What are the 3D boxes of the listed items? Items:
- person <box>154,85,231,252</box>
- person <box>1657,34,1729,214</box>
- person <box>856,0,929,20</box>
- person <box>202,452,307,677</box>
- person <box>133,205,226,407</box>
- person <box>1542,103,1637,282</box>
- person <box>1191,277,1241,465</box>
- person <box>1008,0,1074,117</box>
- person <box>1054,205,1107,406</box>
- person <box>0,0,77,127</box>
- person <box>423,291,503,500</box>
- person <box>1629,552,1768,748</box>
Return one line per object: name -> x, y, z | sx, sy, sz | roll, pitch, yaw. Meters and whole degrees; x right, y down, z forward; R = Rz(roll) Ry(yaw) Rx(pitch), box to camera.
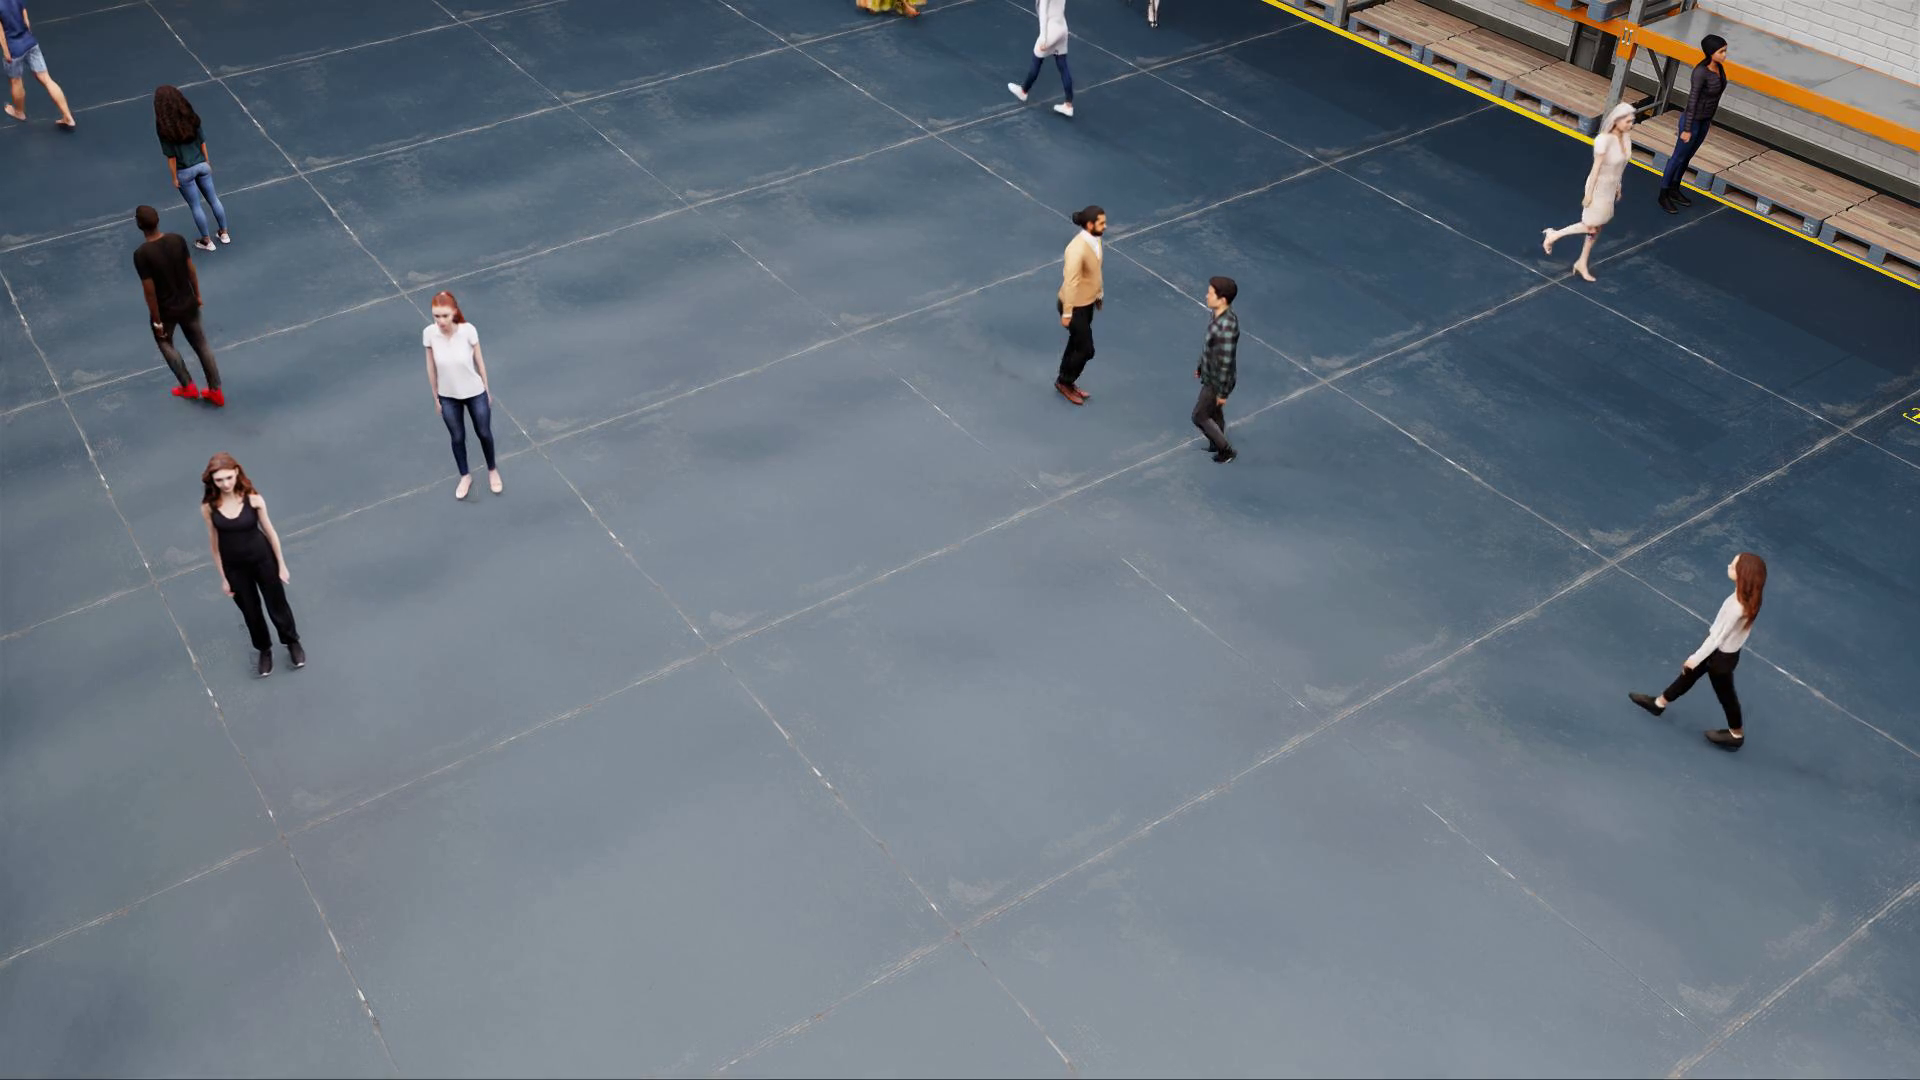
person -> -7.266, -3.517, 15.706 | 0.676, 1.617, 0.665 | 27, 46, 29
person -> 7.203, -4.094, 16.324 | 0.626, 1.746, 0.576 | -27, 46, -30
person -> -0.995, -7.203, 20.324 | 0.818, 1.613, 1.225 | -27, 46, -30
person -> -4.708, 0.138, 11.027 | 0.637, 1.743, 0.637 | -12, 40, -14
person -> -6.299, -1.851, 13.480 | 0.846, 1.791, 0.793 | 23, 44, 26
person -> 5.782, -3.206, 15.230 | 0.655, 1.723, 0.858 | -28, 46, -30
person -> 2.086, -1.290, 13.032 | 0.842, 1.702, 0.797 | 4, 39, 5
person -> 1.076, -5.428, 18.004 | 1.138, 1.735, 0.771 | 30, 48, 32
person -> 0.902, -1.949, 13.647 | 0.786, 1.736, 0.779 | 18, 42, 21
person -> -9.943, -5.225, 17.703 | 1.265, 1.792, 1.018 | 18, 42, 21
person -> -3.764, -1.109, 12.593 | 0.642, 1.738, 0.650 | -6, 39, -7
person -> 4.888, 0.742, 10.511 | 1.052, 1.444, 0.810 | 22, 43, 25
